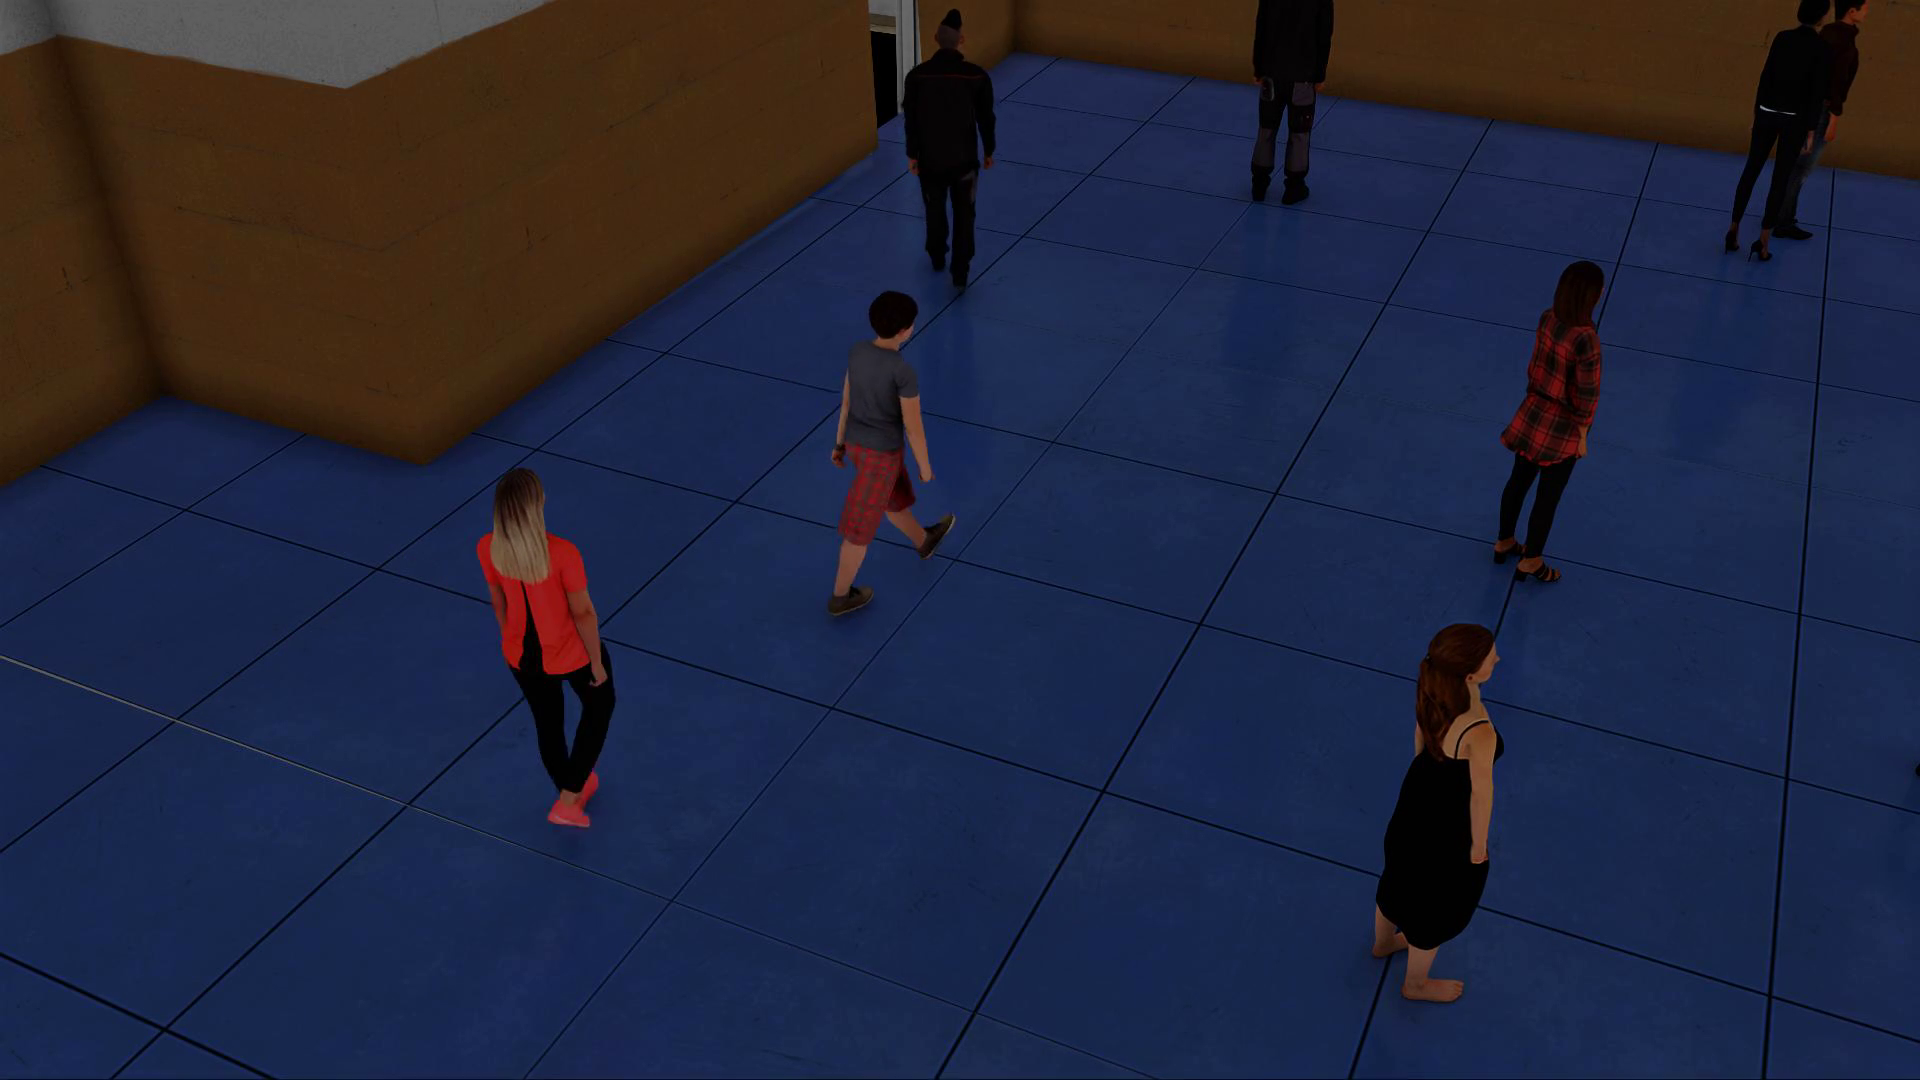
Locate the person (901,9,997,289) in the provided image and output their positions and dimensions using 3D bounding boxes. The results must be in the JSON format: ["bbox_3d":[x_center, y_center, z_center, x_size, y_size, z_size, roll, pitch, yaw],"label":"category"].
[{"bbox_3d":[-0.061,-2.534,10.916,1.064,1.845,1.058,1,34,2],"label":"person"}]

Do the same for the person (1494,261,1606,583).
[{"bbox_3d":[2.886,-0.569,8.111,0.752,1.704,0.694,-11,35,-16],"label":"person"}]

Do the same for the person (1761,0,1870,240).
[{"bbox_3d":[6.037,-3.018,11.724,0.648,1.779,0.714,2,34,3],"label":"person"}]

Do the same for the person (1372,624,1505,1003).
[{"bbox_3d":[1.691,0.959,5.885,0.735,1.625,0.679,-10,35,-14],"label":"person"}]

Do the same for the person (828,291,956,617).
[{"bbox_3d":[-0.462,-0.355,7.865,0.965,1.608,1.131,-28,43,-35],"label":"person"}]

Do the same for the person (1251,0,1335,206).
[{"bbox_3d":[2.417,-3.442,12.213,0.530,1.945,0.770,12,36,18],"label":"person"}]

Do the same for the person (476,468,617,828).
[{"bbox_3d":[-1.632,0.504,6.513,0.731,1.687,0.752,7,34,11],"label":"person"}]

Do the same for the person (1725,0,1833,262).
[{"bbox_3d":[5.604,-2.814,11.368,0.752,1.834,0.631,-22,40,-30],"label":"person"}]
